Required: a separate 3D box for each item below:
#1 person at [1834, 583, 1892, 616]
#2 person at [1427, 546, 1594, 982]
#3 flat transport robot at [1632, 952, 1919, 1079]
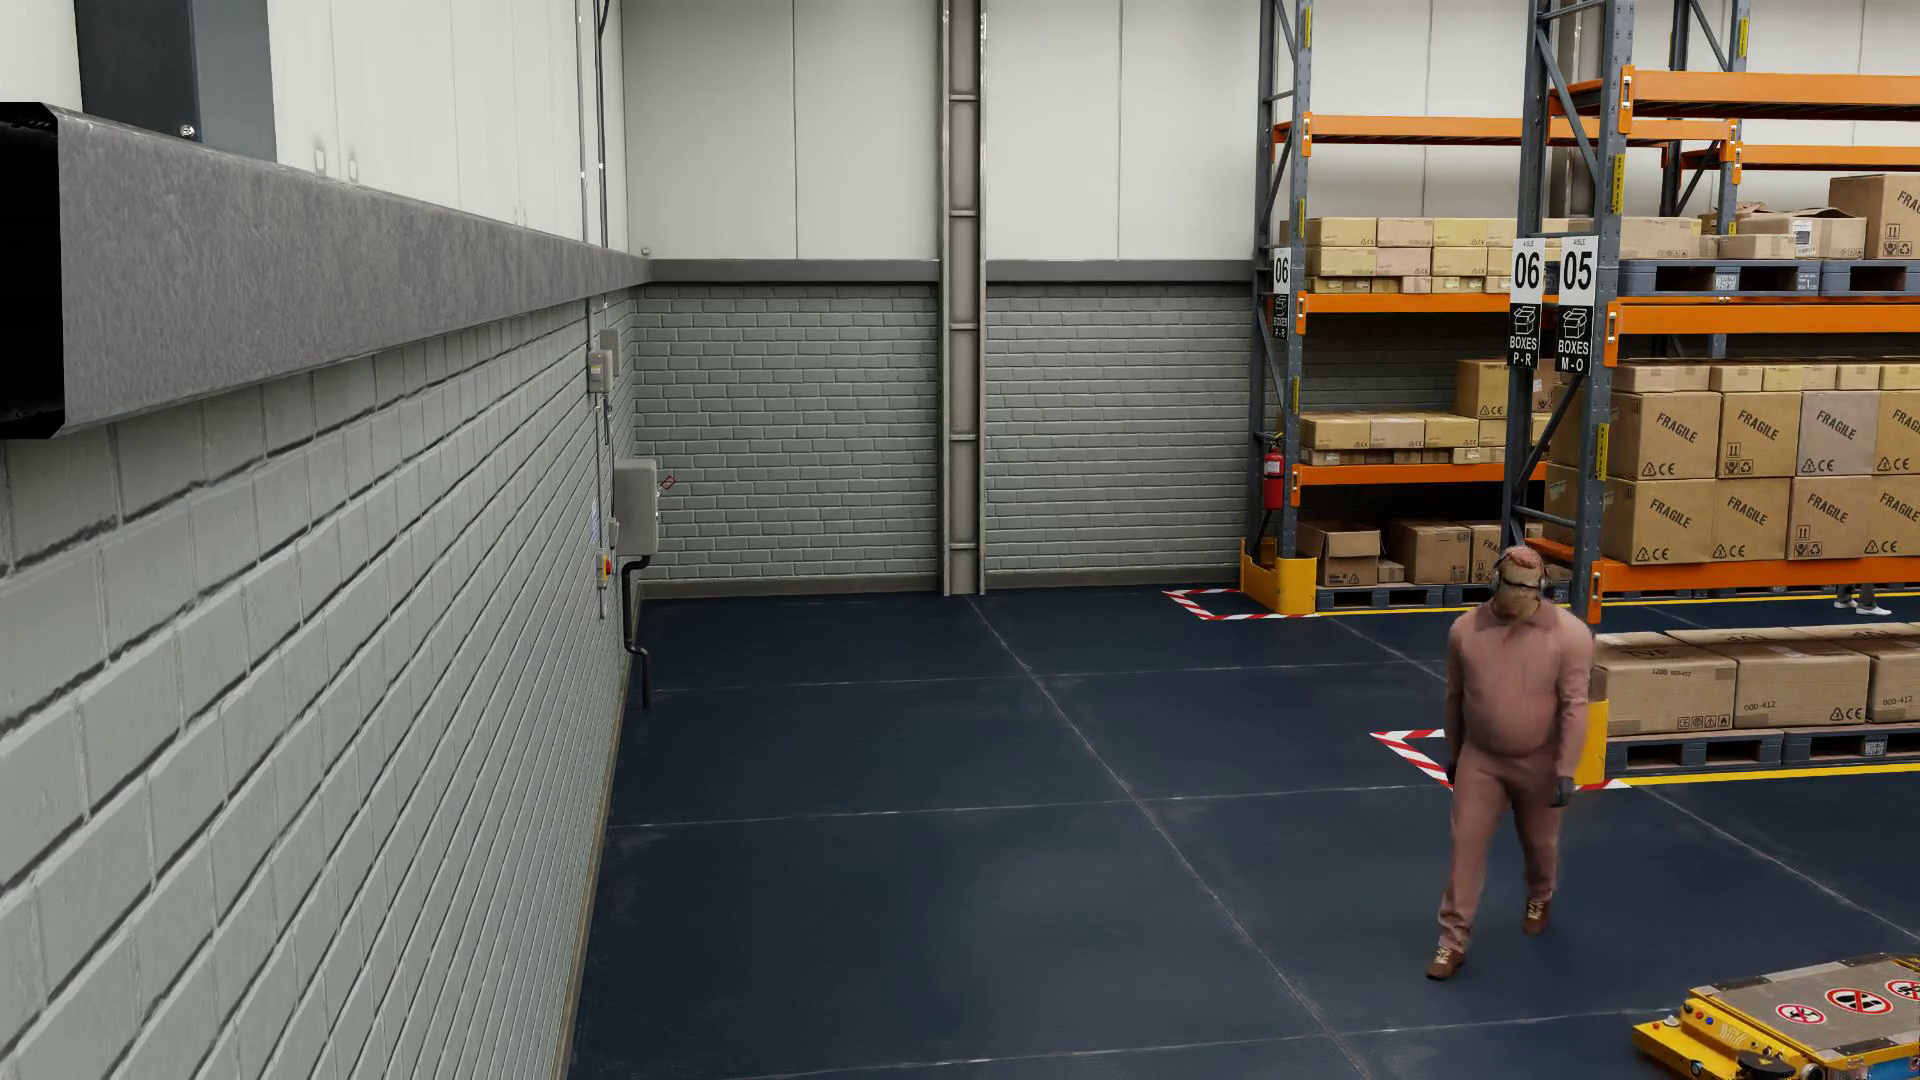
[{"bbox_3d":[8.066,-0.289,14.675,0.402,1.919,0.589,-2,9,-13],"label":"person"},{"bbox_3d":[2.429,0.930,7.315,0.641,1.860,0.976,5,11,30],"label":"person"},{"bbox_3d":[3.385,1.874,6.380,1.431,0.197,0.652,-3,10,-20],"label":"flat transport robot"}]
